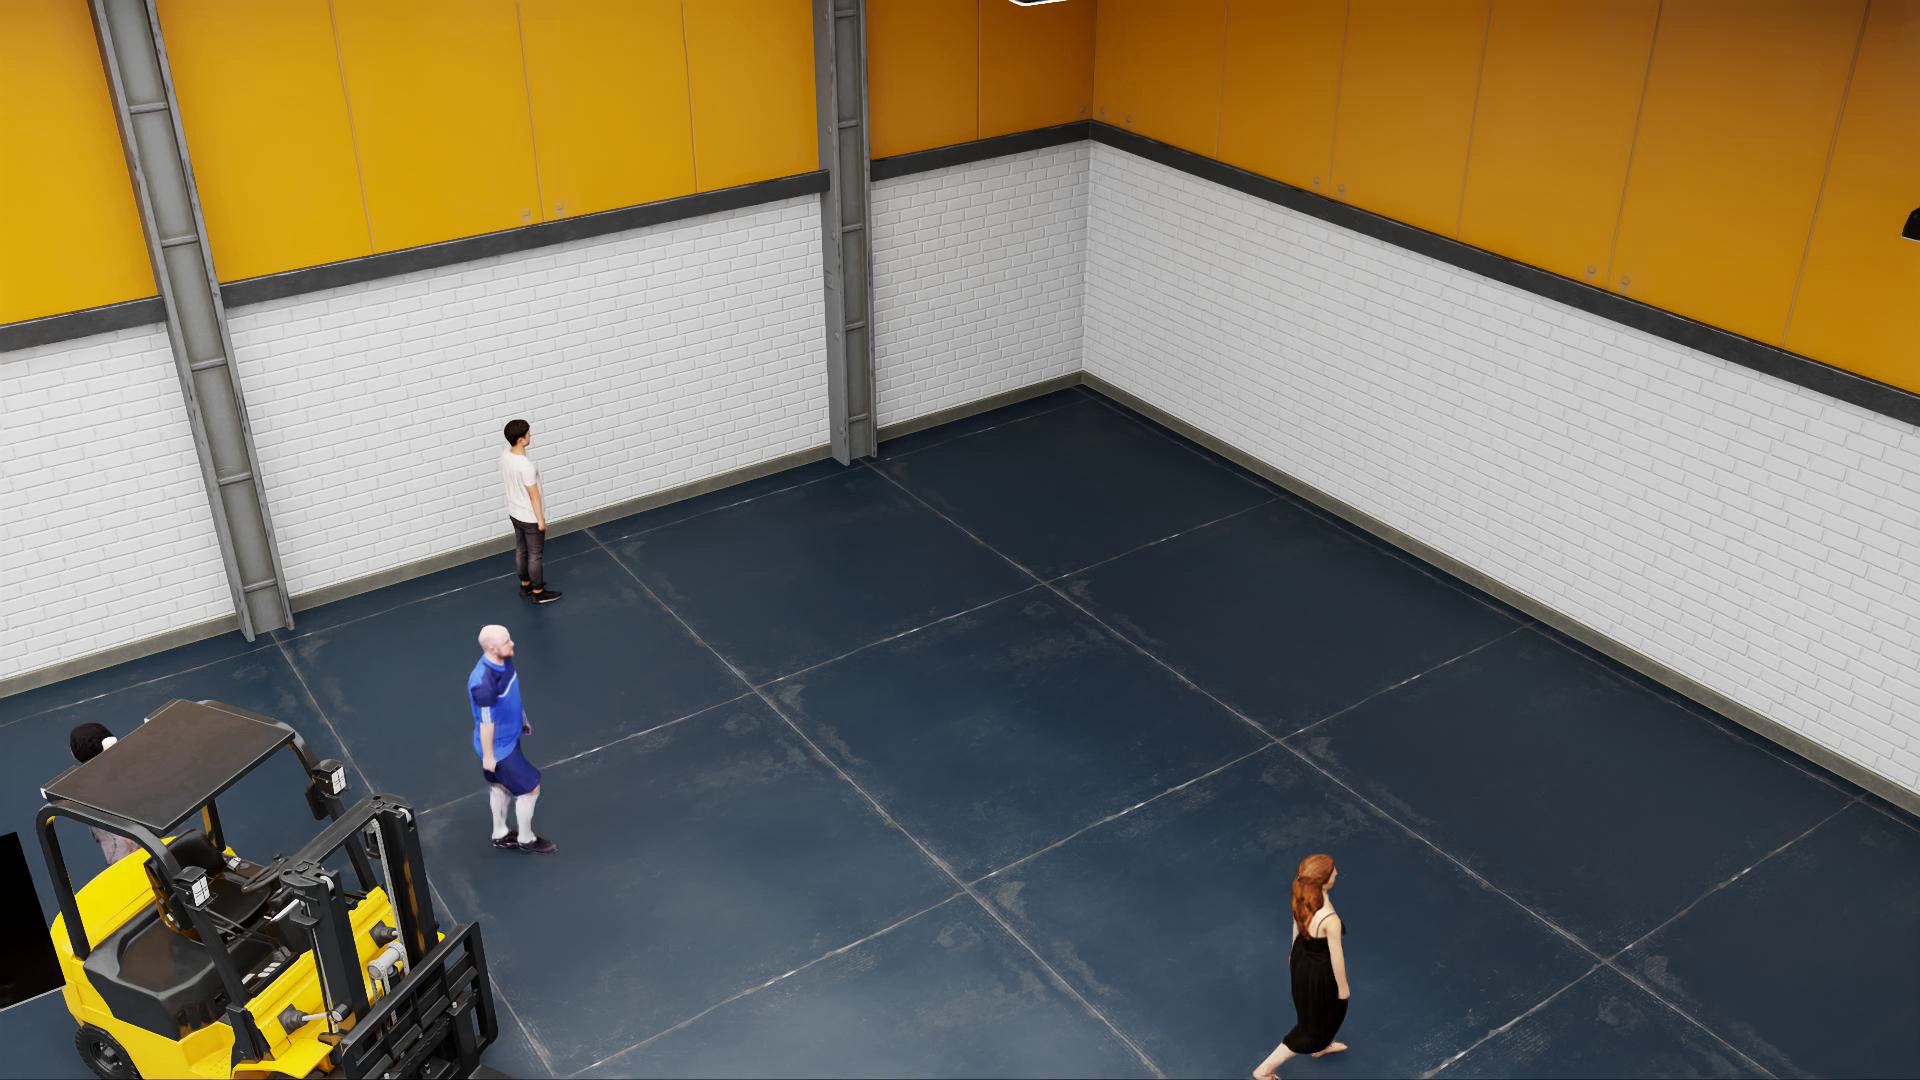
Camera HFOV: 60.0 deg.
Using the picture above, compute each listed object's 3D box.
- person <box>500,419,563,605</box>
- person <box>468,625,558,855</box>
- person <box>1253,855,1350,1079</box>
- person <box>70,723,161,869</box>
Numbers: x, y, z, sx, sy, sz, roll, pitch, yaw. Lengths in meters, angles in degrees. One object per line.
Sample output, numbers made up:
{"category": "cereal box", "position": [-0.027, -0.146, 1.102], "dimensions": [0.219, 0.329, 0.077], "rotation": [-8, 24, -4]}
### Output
{"category": "person", "position": [-3.803, -0.265, 14.553], "dimensions": [0.557, 1.721, 0.647], "rotation": [-24, 36, -36]}
{"category": "person", "position": [-3.235, 1.390, 11.411], "dimensions": [0.881, 1.825, 0.834], "rotation": [-1, 29, -2]}
{"category": "person", "position": [1.986, 2.512, 9.583], "dimensions": [0.998, 1.605, 0.764], "rotation": [-8, 30, -15]}
{"category": "person", "position": [-5.360, 1.845, 10.823], "dimensions": [1.004, 1.588, 0.755], "rotation": [-11, 30, -19]}
